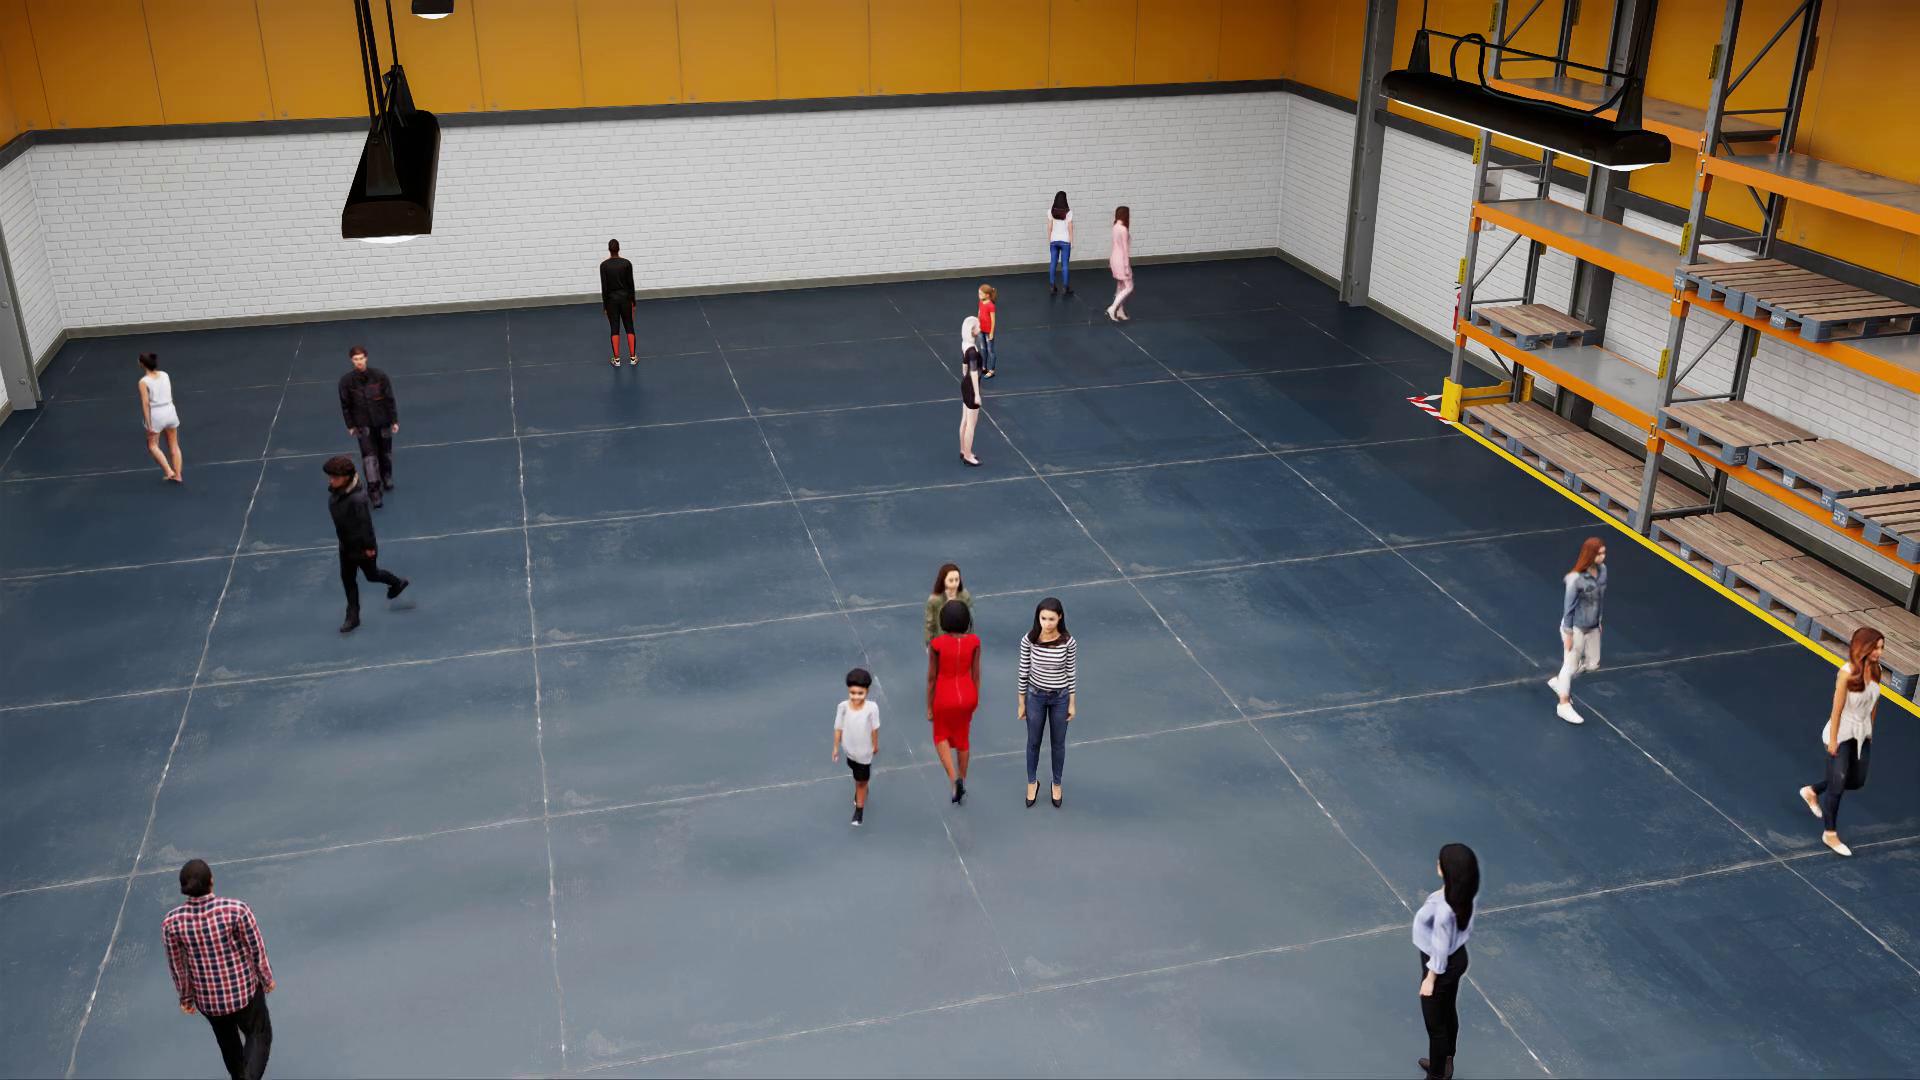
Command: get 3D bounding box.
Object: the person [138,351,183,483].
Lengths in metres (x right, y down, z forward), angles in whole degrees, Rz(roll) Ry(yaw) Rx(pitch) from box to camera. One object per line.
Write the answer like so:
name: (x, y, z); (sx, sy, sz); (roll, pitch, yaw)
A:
person: (-9.196, -1.409, 19.252); (0.720, 1.606, 0.663); (13, 27, 28)

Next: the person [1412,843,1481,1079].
person: (2.897, 2.576, 9.967); (0.773, 1.743, 0.729); (15, 28, 31)

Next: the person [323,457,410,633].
person: (-5.702, -0.007, 15.882); (1.082, 1.738, 1.167); (14, 27, 28)

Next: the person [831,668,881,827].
person: (-0.790, 1.555, 12.952); (0.732, 1.222, 0.929); (4, 24, 10)

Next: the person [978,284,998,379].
person: (0.380, -2.914, 23.067); (0.602, 1.309, 0.512); (-17, 29, -33)

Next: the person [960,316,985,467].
person: (0.114, -1.776, 19.811); (0.633, 1.832, 0.420); (-7, 24, -15)

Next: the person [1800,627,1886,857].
person: (6.613, 1.453, 12.495); (0.661, 1.775, 0.864); (-9, 25, -19)

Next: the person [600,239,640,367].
person: (-4.810, -3.363, 23.470); (0.617, 1.809, 0.524); (-7, 25, -15)

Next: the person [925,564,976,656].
person: (-0.103, 0.866, 14.234); (0.660, 1.457, 0.935); (-9, 25, -20)

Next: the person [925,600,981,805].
person: (-0.027, 1.312, 12.874); (0.622, 1.729, 0.744); (-5, 24, -12)

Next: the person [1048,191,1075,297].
person: (1.623, -4.791, 26.892); (0.676, 1.685, 0.725); (12, 26, 25)

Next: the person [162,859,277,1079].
person: (-4.309, 2.667, 9.758); (0.771, 1.744, 1.019); (-3, 24, -7)

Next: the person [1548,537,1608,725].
person: (5.250, 0.726, 14.257); (0.725, 1.696, 0.783); (-14, 27, -29)

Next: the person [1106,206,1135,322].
person: (2.410, -4.183, 25.366); (0.725, 1.794, 0.636); (-8, 25, -17)

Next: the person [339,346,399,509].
person: (-6.645, -1.331, 18.831); (0.869, 1.801, 1.222); (-11, 26, -23)

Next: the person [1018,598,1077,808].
person: (0.681, 1.263, 12.904); (0.645, 1.796, 0.588); (1, 24, 2)
